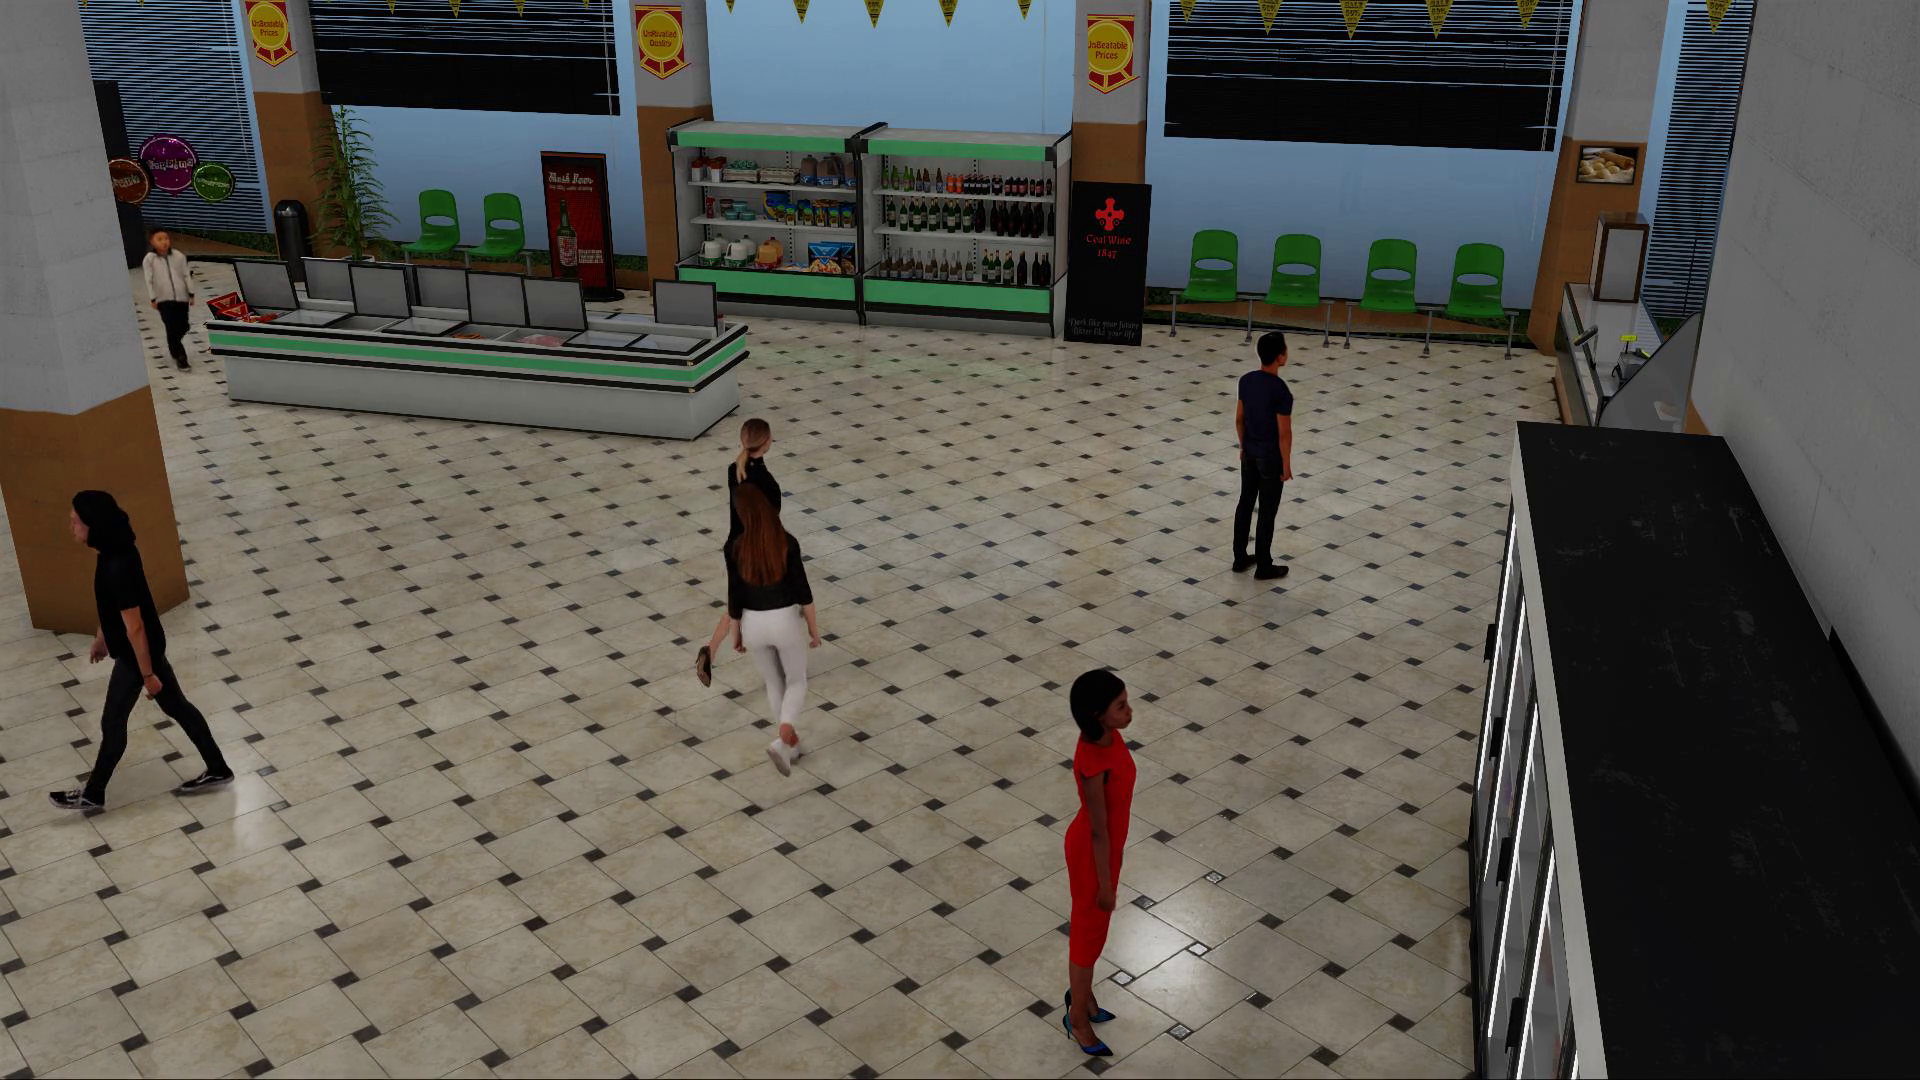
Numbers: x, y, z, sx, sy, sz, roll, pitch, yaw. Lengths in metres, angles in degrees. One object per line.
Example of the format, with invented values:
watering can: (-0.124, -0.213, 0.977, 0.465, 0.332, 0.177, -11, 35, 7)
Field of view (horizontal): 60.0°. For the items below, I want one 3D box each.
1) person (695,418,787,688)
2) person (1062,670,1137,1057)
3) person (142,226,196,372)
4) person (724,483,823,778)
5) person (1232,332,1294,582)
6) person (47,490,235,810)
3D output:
person: (-1.268, 0.153, 9.947, 1.015, 1.740, 0.904, 18, 28, 37)
person: (0.569, 1.344, 6.977, 0.507, 1.743, 0.580, 4, 22, 10)
person: (-8.009, -2.454, 16.842, 0.852, 1.435, 0.994, -20, 30, -41)
person: (-1.049, 0.533, 9.106, 0.883, 1.661, 0.822, 3, 22, 8)
person: (2.129, -0.595, 11.735, 0.773, 1.793, 0.676, -16, 27, -35)
person: (-4.260, 0.578, 8.817, 1.226, 1.793, 1.053, -7, 23, -17)
